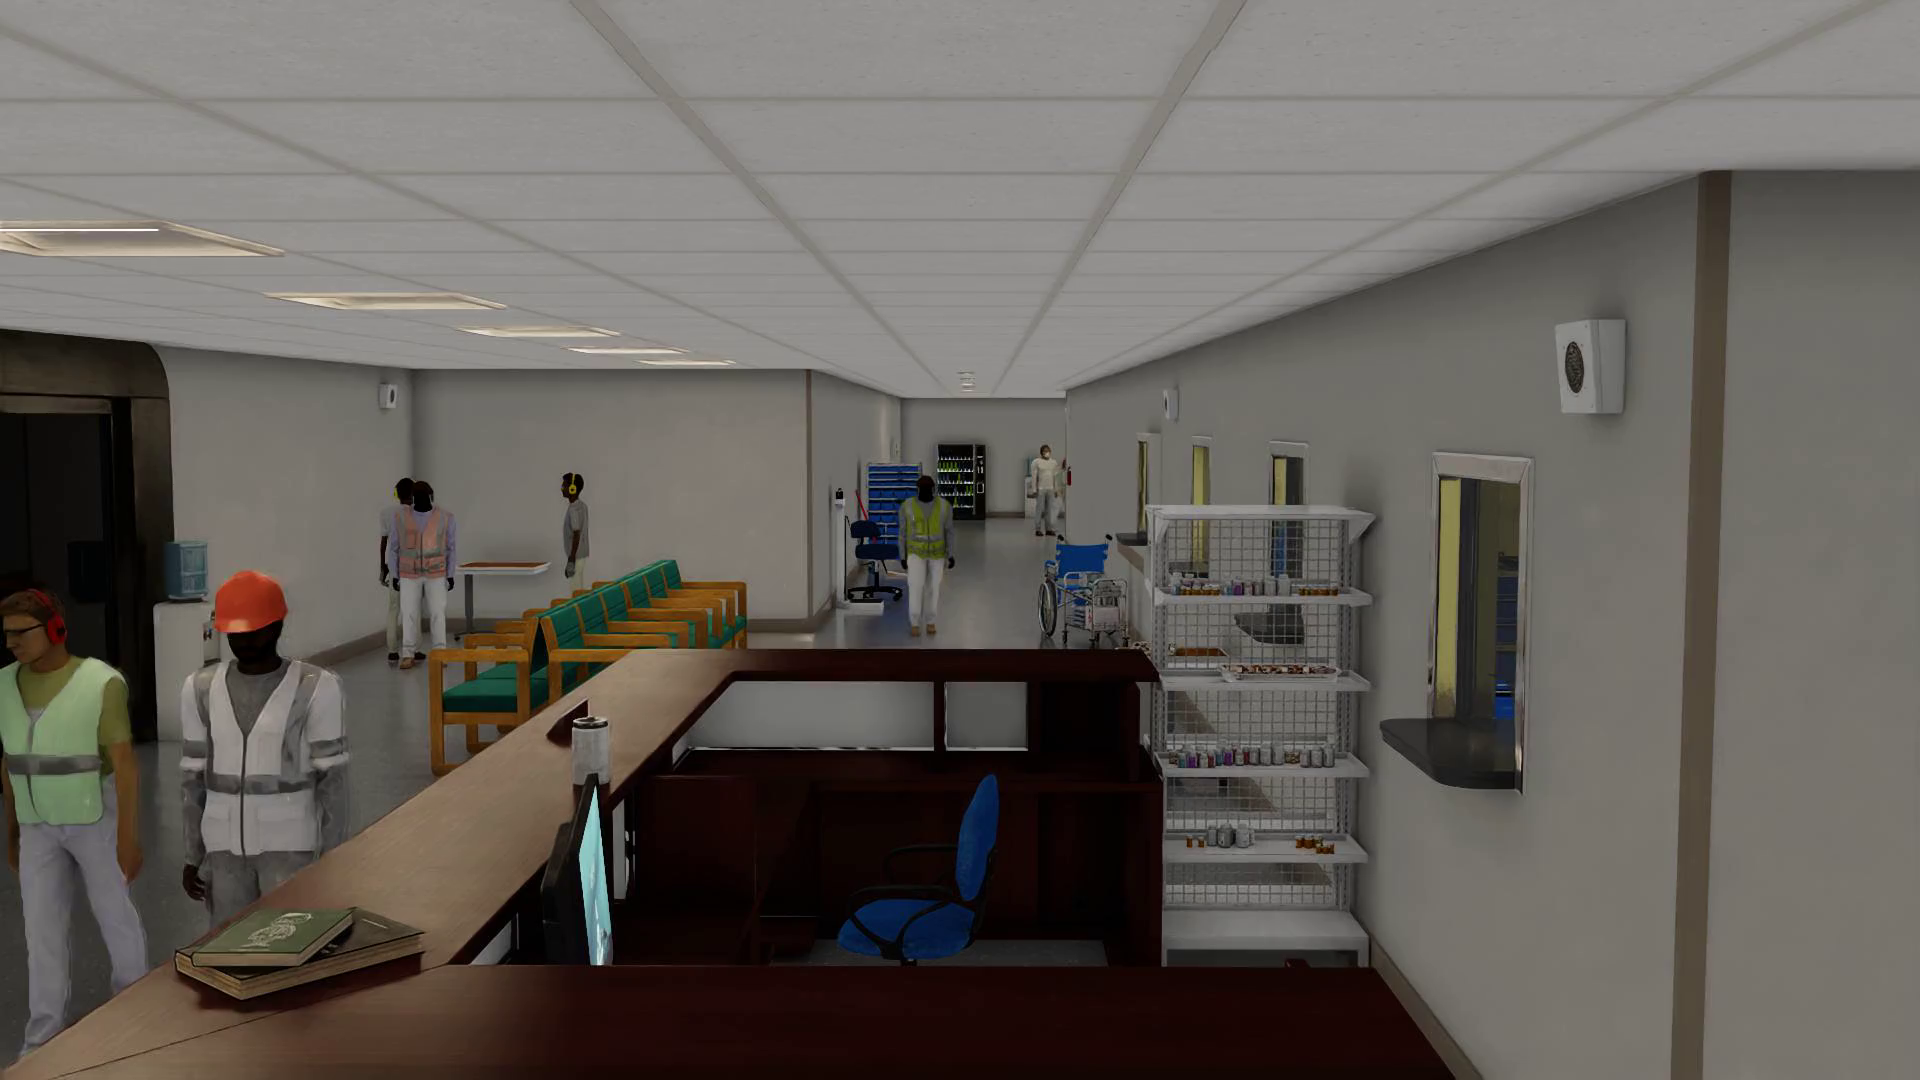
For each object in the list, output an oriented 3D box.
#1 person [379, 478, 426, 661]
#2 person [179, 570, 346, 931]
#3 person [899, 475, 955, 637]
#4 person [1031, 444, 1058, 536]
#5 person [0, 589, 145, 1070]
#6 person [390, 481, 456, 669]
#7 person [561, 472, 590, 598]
[{"bbox_3d":[-5.591,0.302,16.769,0.524,1.856,0.338,-1,4,-8],"label":"person"},{"bbox_3d":[-2.443,1.045,5.877,0.547,1.913,0.539,0,4,0],"label":"person"},{"bbox_3d":[-0.360,0.185,18.732,0.626,1.813,0.744,-1,4,-9],"label":"person"},{"bbox_3d":[1.792,-1.044,35.042,0.630,1.940,0.372,-2,5,-30],"label":"person"},{"bbox_3d":[-3.339,1.080,6.249,0.631,1.830,0.633,1,4,8],"label":"person"},{"bbox_3d":[-5.250,0.342,16.273,0.627,1.844,0.429,-1,4,-14],"label":"person"},{"bbox_3d":[-4.165,0.208,17.925,0.328,1.876,0.513,0,4,-6],"label":"person"}]
